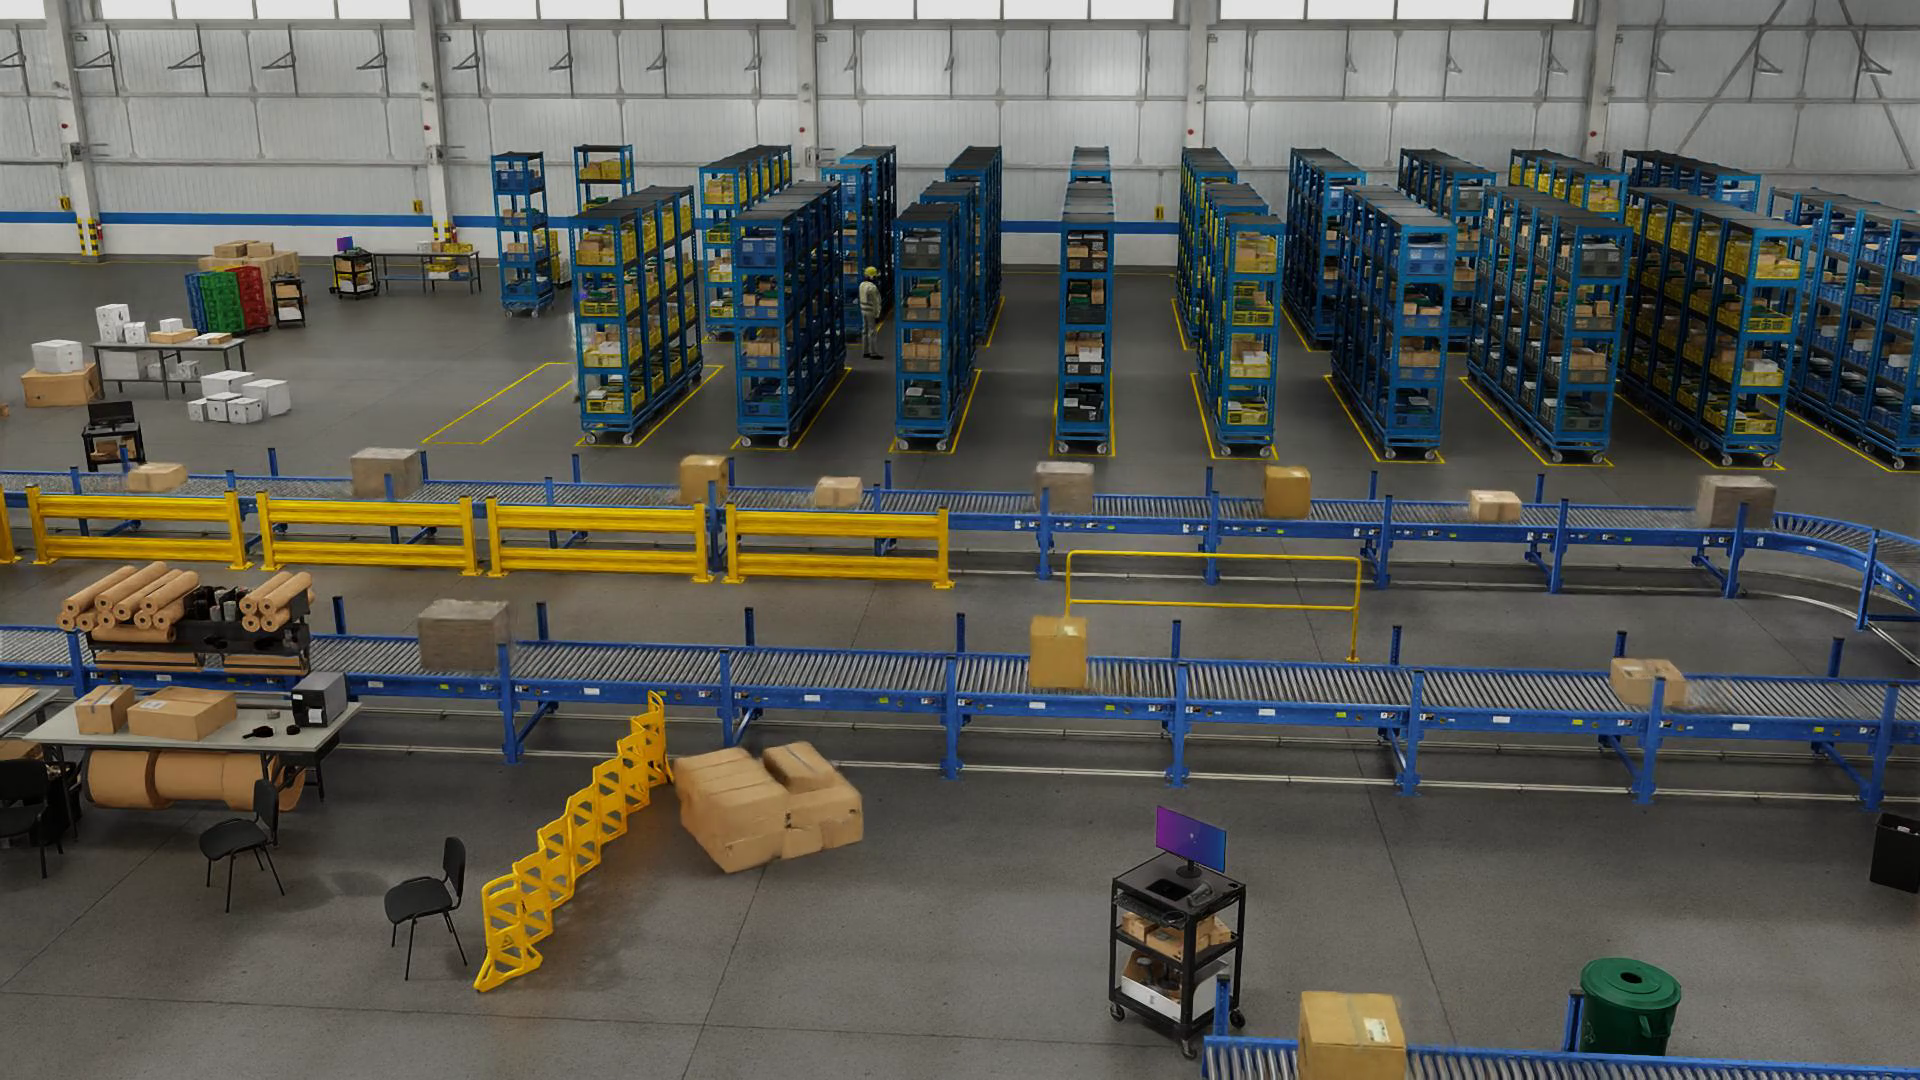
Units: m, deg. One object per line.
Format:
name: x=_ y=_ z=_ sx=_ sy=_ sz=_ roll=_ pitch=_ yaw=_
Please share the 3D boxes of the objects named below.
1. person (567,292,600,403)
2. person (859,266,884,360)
person: x=-6.576 y=-3.419 z=29.300 sx=0.608 sy=1.890 sz=1.004 roll=5 pitch=18 yaw=16
person: x=-1.748 y=-4.462 z=32.713 sx=0.404 sy=1.837 sz=0.590 roll=-11 pitch=21 yaw=-31
